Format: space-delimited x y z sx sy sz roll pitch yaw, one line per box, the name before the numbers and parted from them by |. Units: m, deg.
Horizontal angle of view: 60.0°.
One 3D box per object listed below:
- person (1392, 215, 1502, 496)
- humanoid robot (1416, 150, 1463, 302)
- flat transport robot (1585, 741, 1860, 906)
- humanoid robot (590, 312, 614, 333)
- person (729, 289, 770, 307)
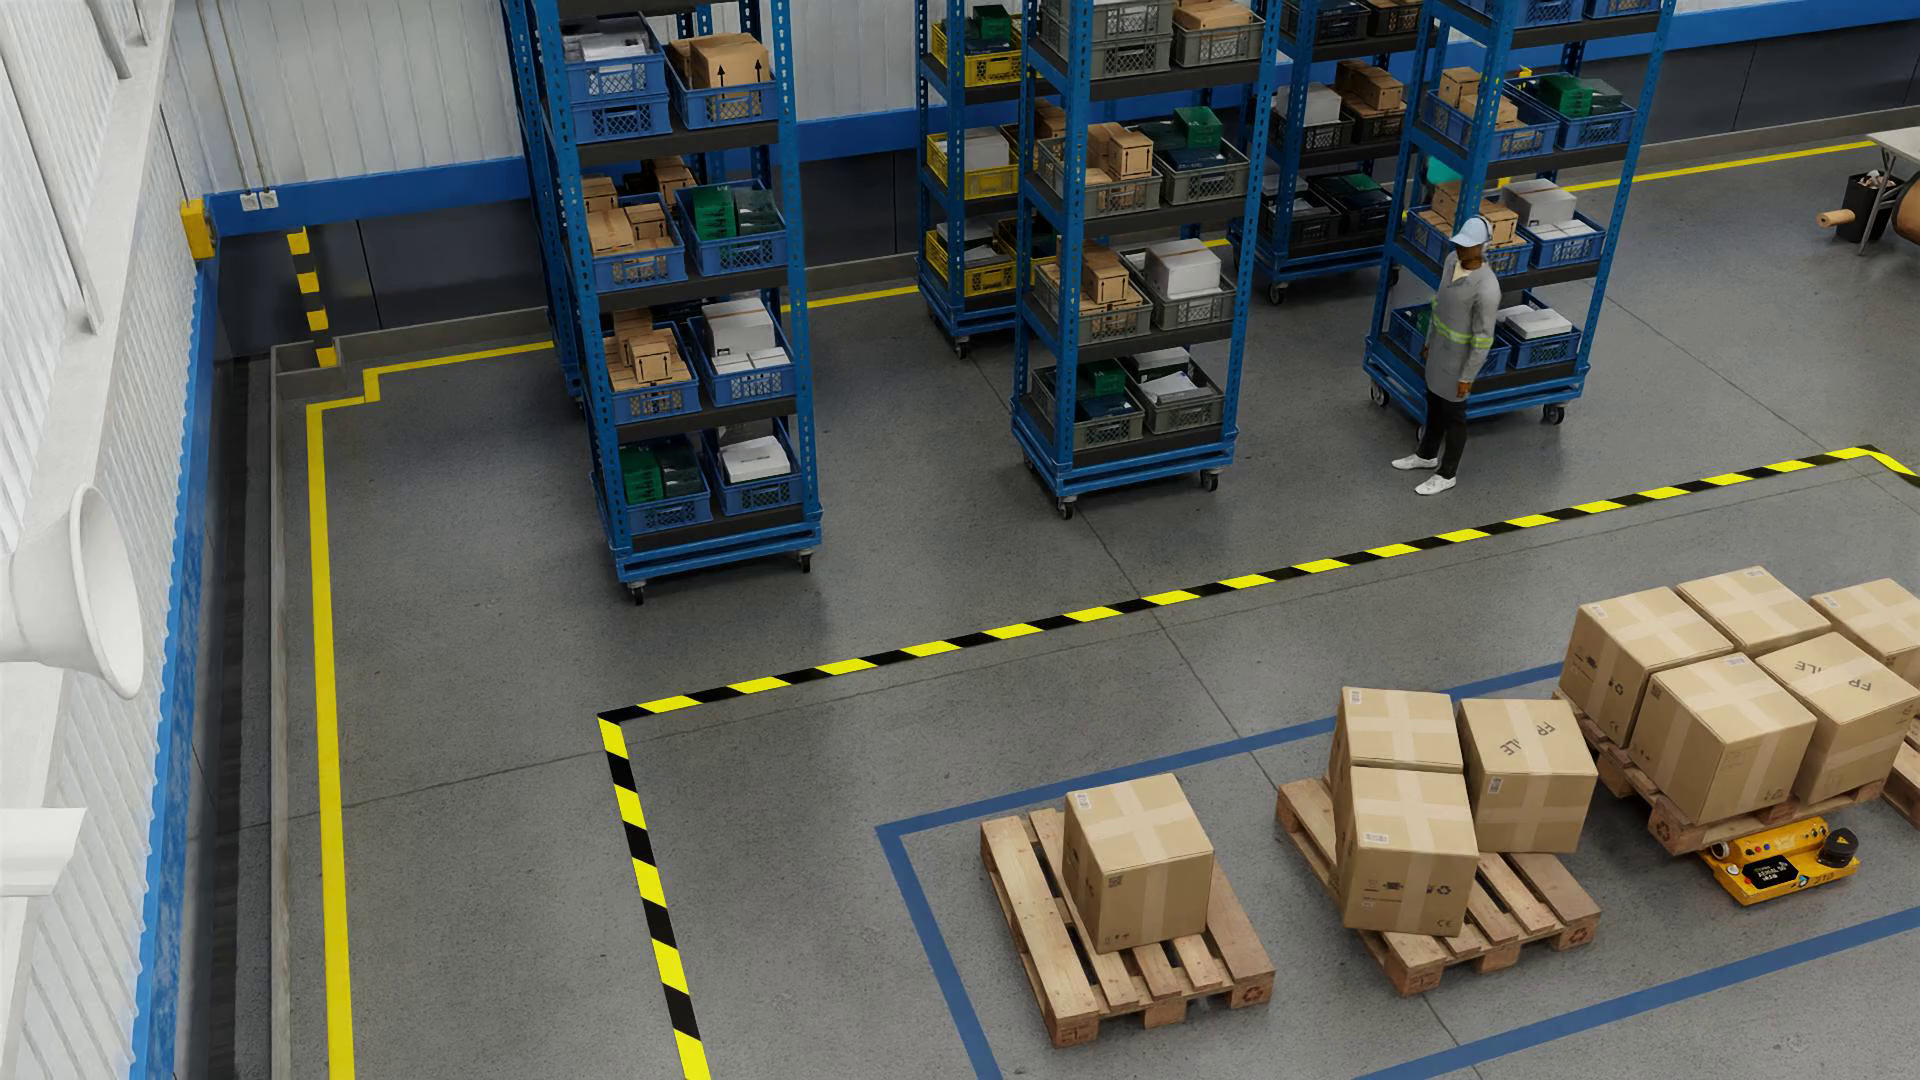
person | 3.036 -1.145 10.305 0.363 1.852 0.594 -8 36 -11
humanoid robot | 3.720 -2.372 12.227 0.820 1.876 0.550 -17 38 -22
flat transport robot | 3.738 1.188 8.347 0.652 0.197 1.431 -11 37 -15
humanoid robot | -2.115 -1.065 10.355 0.658 1.635 0.602 -24 42 -30
person | -1.310 -1.289 10.603 0.322 1.740 0.491 4 35 5
